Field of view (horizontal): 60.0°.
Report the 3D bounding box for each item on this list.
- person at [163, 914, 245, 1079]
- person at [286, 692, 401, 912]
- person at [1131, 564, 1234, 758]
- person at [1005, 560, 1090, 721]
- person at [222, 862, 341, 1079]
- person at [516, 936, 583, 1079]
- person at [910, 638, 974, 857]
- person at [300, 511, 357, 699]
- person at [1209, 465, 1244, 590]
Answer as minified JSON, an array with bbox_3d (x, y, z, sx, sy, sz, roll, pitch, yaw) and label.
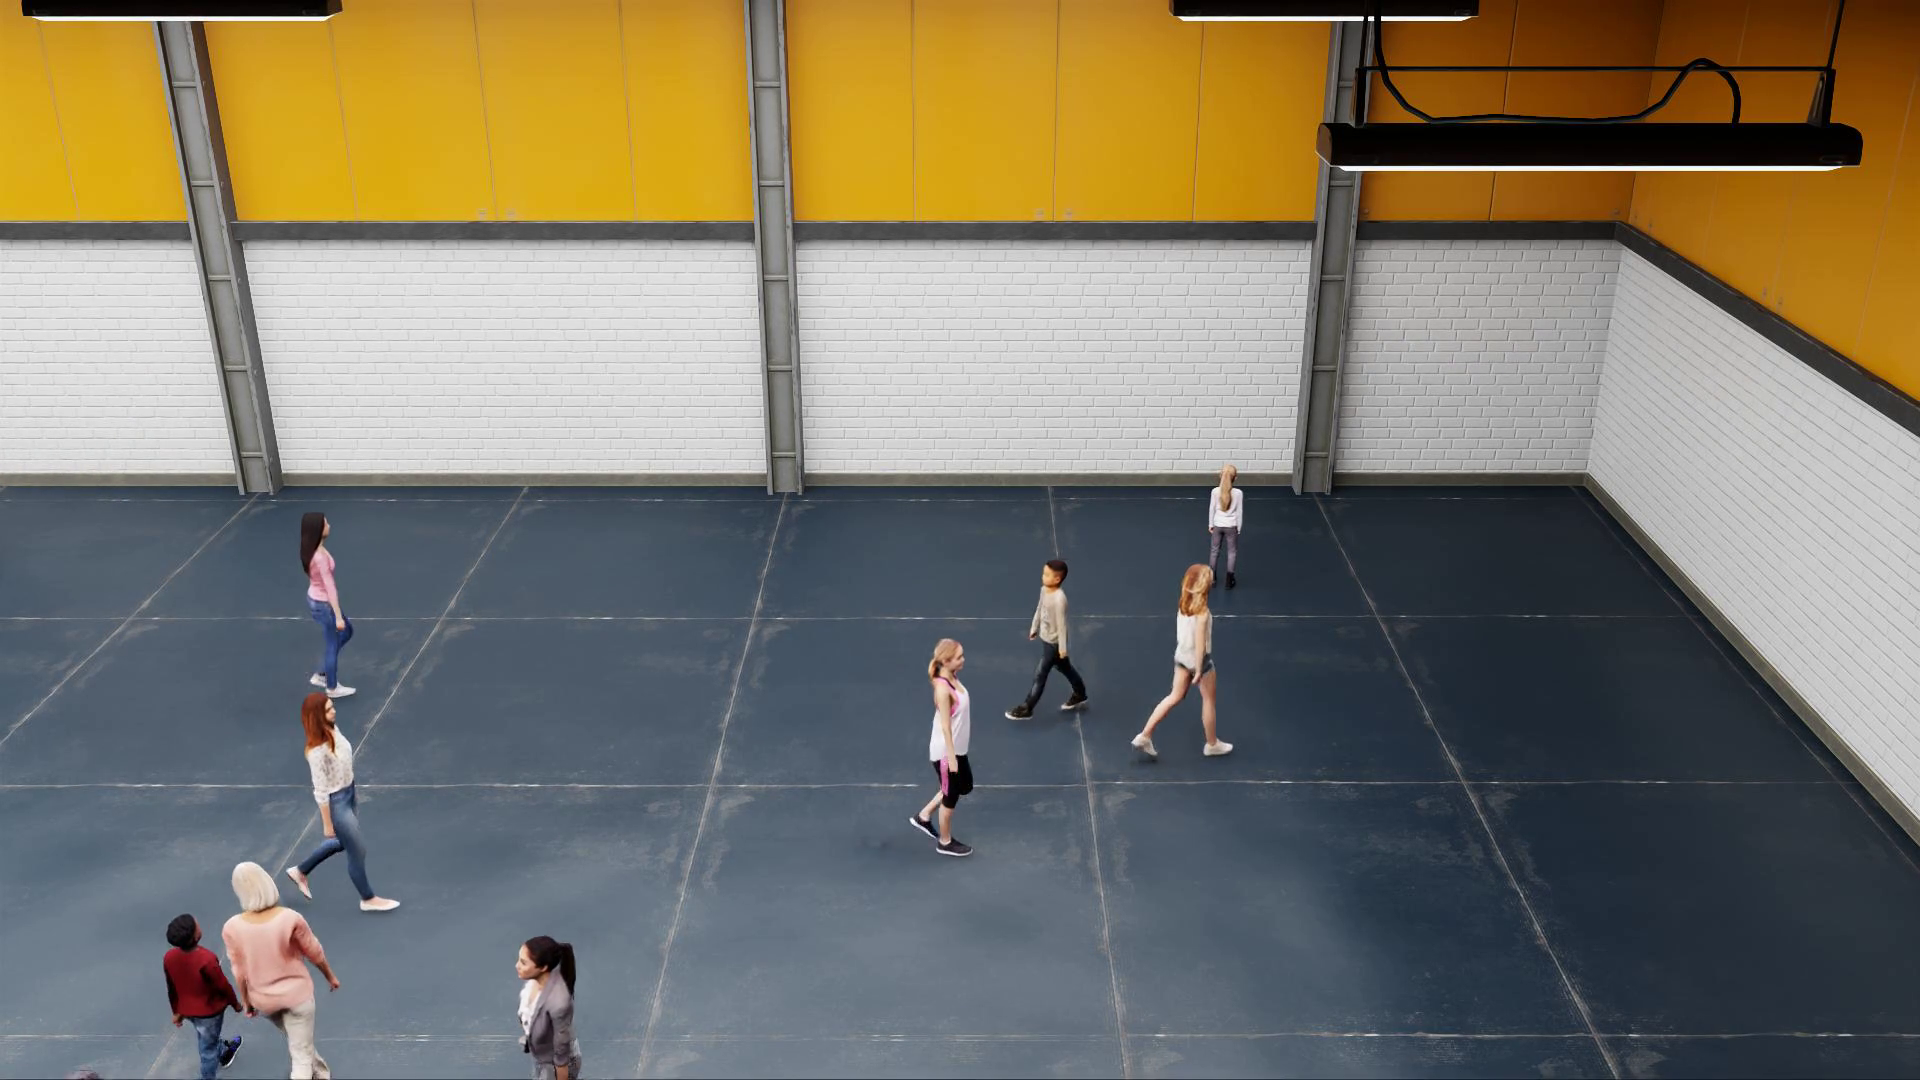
[{"bbox_3d":[-4.494,2.785,9.775,0.755,1.238,0.698,8,25,17],"label":"person"},{"bbox_3d":[-4.346,1.817,11.400,0.984,1.711,0.571,0,24,0],"label":"person"},{"bbox_3d":[1.776,0.990,13.265,1.150,1.732,0.859,-9,25,-20],"label":"person"},{"bbox_3d":[0.855,0.838,13.985,1.062,1.433,0.754,-7,24,-15],"label":"person"},{"bbox_3d":[-3.897,2.658,9.502,0.975,1.690,0.883,0,24,1],"label":"person"},{"bbox_3d":[-2.137,2.836,9.126,0.894,1.664,0.799,-11,26,-23],"label":"person"},{"bbox_3d":[-0.167,1.514,12.012,0.760,1.774,0.687,4,24,10],"label":"person"},{"bbox_3d":[-5.511,0.584,14.193,0.771,1.732,0.708,-12,26,-25],"label":"person"},{"bbox_3d":[2.621,-0.135,16.406,0.517,1.277,0.606,9,25,20],"label":"person"}]
